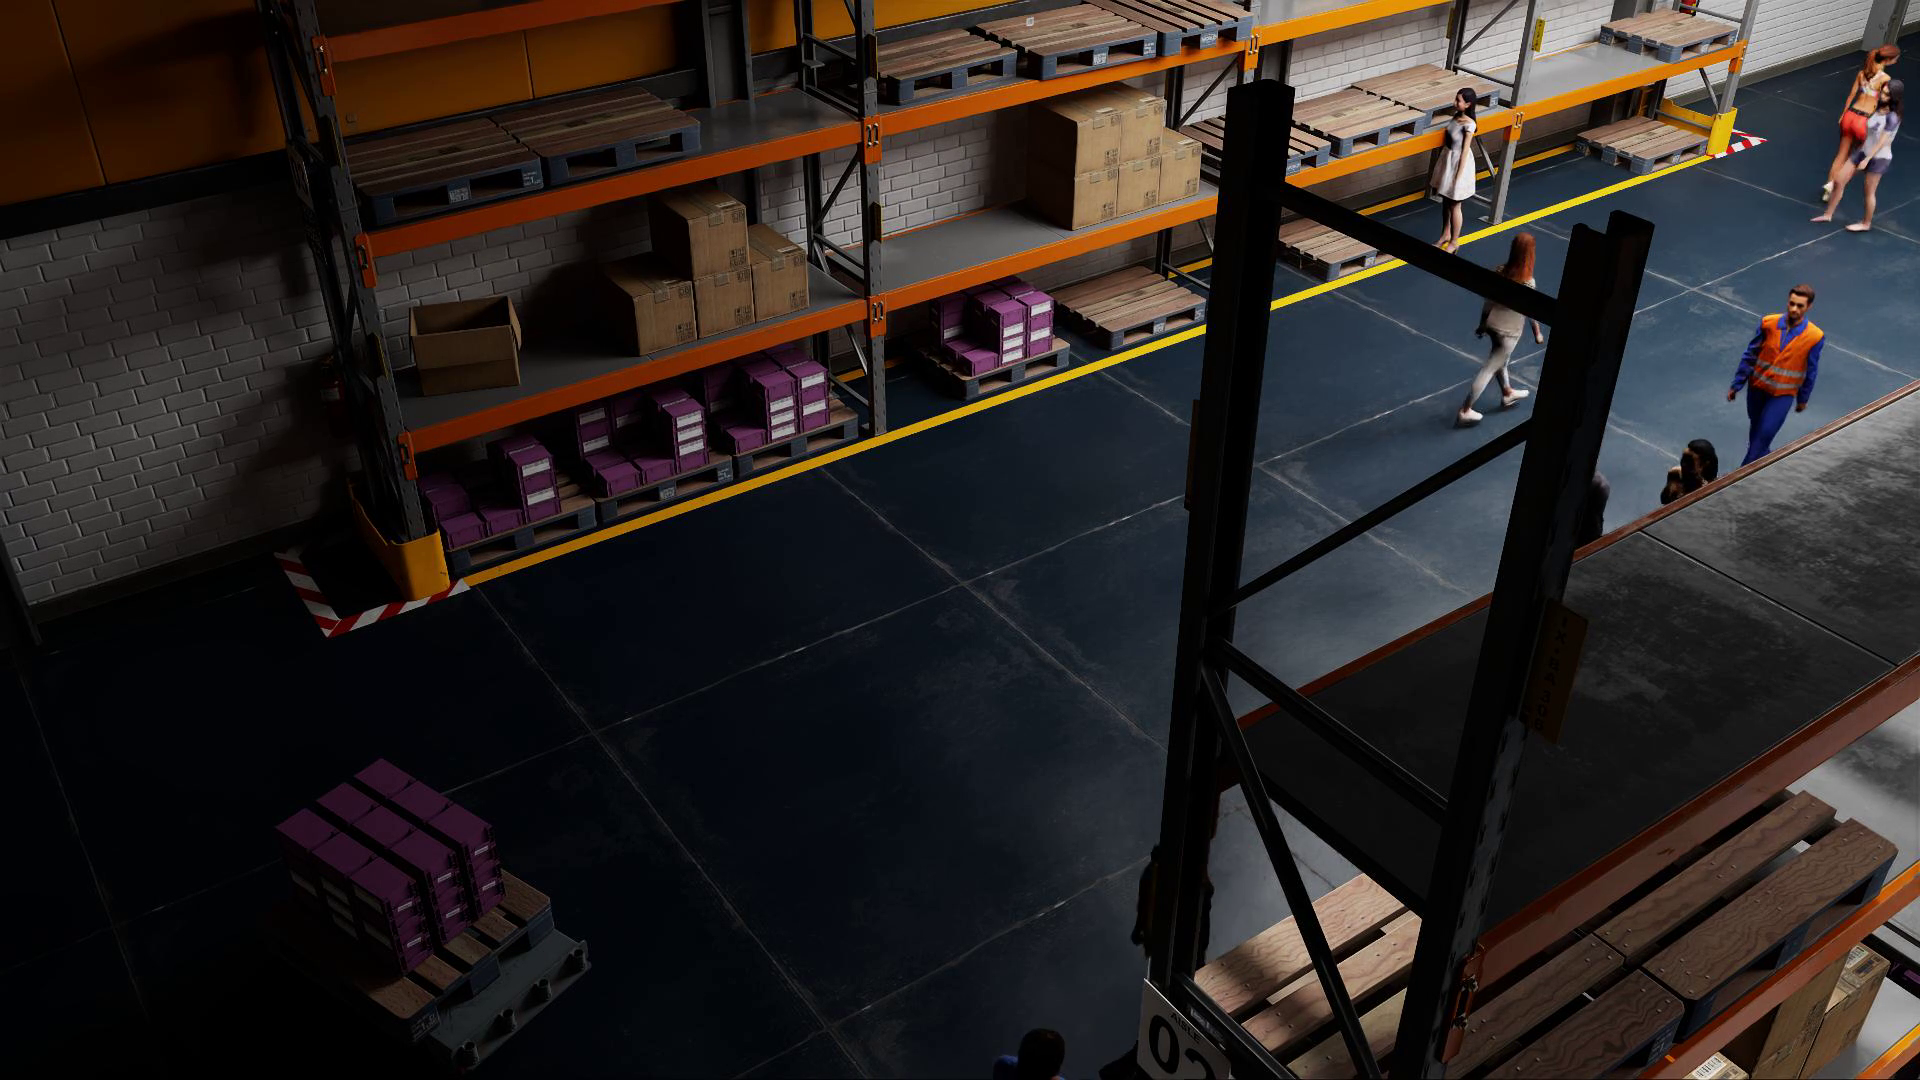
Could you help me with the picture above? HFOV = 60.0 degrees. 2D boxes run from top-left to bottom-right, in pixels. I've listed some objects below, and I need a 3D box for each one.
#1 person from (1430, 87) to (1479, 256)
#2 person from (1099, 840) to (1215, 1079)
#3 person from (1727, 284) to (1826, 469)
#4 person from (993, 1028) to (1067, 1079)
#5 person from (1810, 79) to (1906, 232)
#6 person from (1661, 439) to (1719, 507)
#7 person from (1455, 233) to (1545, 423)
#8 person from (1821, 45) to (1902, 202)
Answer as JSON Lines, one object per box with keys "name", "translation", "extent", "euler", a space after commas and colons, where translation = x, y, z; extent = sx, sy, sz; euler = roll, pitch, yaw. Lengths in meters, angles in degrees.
{"name": "person", "translation": [5.067, -3.765, 17.029], "extent": [0.795, 1.769, 0.774], "euler": [-3, 34, -5]}
{"name": "person", "translation": [1.143, 2.015, 8.407], "extent": [1.147, 1.688, 0.771], "euler": [-14, 36, -20]}
{"name": "person", "translation": [6.403, -1.180, 13.102], "extent": [0.885, 1.812, 1.303], "euler": [26, 42, 34]}
{"name": "person", "translation": [0.384, 2.697, 7.250], "extent": [0.882, 1.833, 1.230], "euler": [23, 40, 31]}
{"name": "person", "translation": [9.677, -4.010, 17.479], "extent": [0.955, 1.680, 0.859], "euler": [1, 34, 1]}
{"name": "person", "translation": [4.956, 0.043, 11.353], "extent": [0.809, 1.711, 0.695], "euler": [-12, 36, -18]}
{"name": "person", "translation": [4.532, -1.739, 14.073], "extent": [1.109, 1.668, 0.739], "euler": [-13, 36, -19]}
{"name": "person", "translation": [9.773, -4.505, 18.141], "extent": [0.704, 1.772, 0.702], "euler": [-19, 38, -26]}
